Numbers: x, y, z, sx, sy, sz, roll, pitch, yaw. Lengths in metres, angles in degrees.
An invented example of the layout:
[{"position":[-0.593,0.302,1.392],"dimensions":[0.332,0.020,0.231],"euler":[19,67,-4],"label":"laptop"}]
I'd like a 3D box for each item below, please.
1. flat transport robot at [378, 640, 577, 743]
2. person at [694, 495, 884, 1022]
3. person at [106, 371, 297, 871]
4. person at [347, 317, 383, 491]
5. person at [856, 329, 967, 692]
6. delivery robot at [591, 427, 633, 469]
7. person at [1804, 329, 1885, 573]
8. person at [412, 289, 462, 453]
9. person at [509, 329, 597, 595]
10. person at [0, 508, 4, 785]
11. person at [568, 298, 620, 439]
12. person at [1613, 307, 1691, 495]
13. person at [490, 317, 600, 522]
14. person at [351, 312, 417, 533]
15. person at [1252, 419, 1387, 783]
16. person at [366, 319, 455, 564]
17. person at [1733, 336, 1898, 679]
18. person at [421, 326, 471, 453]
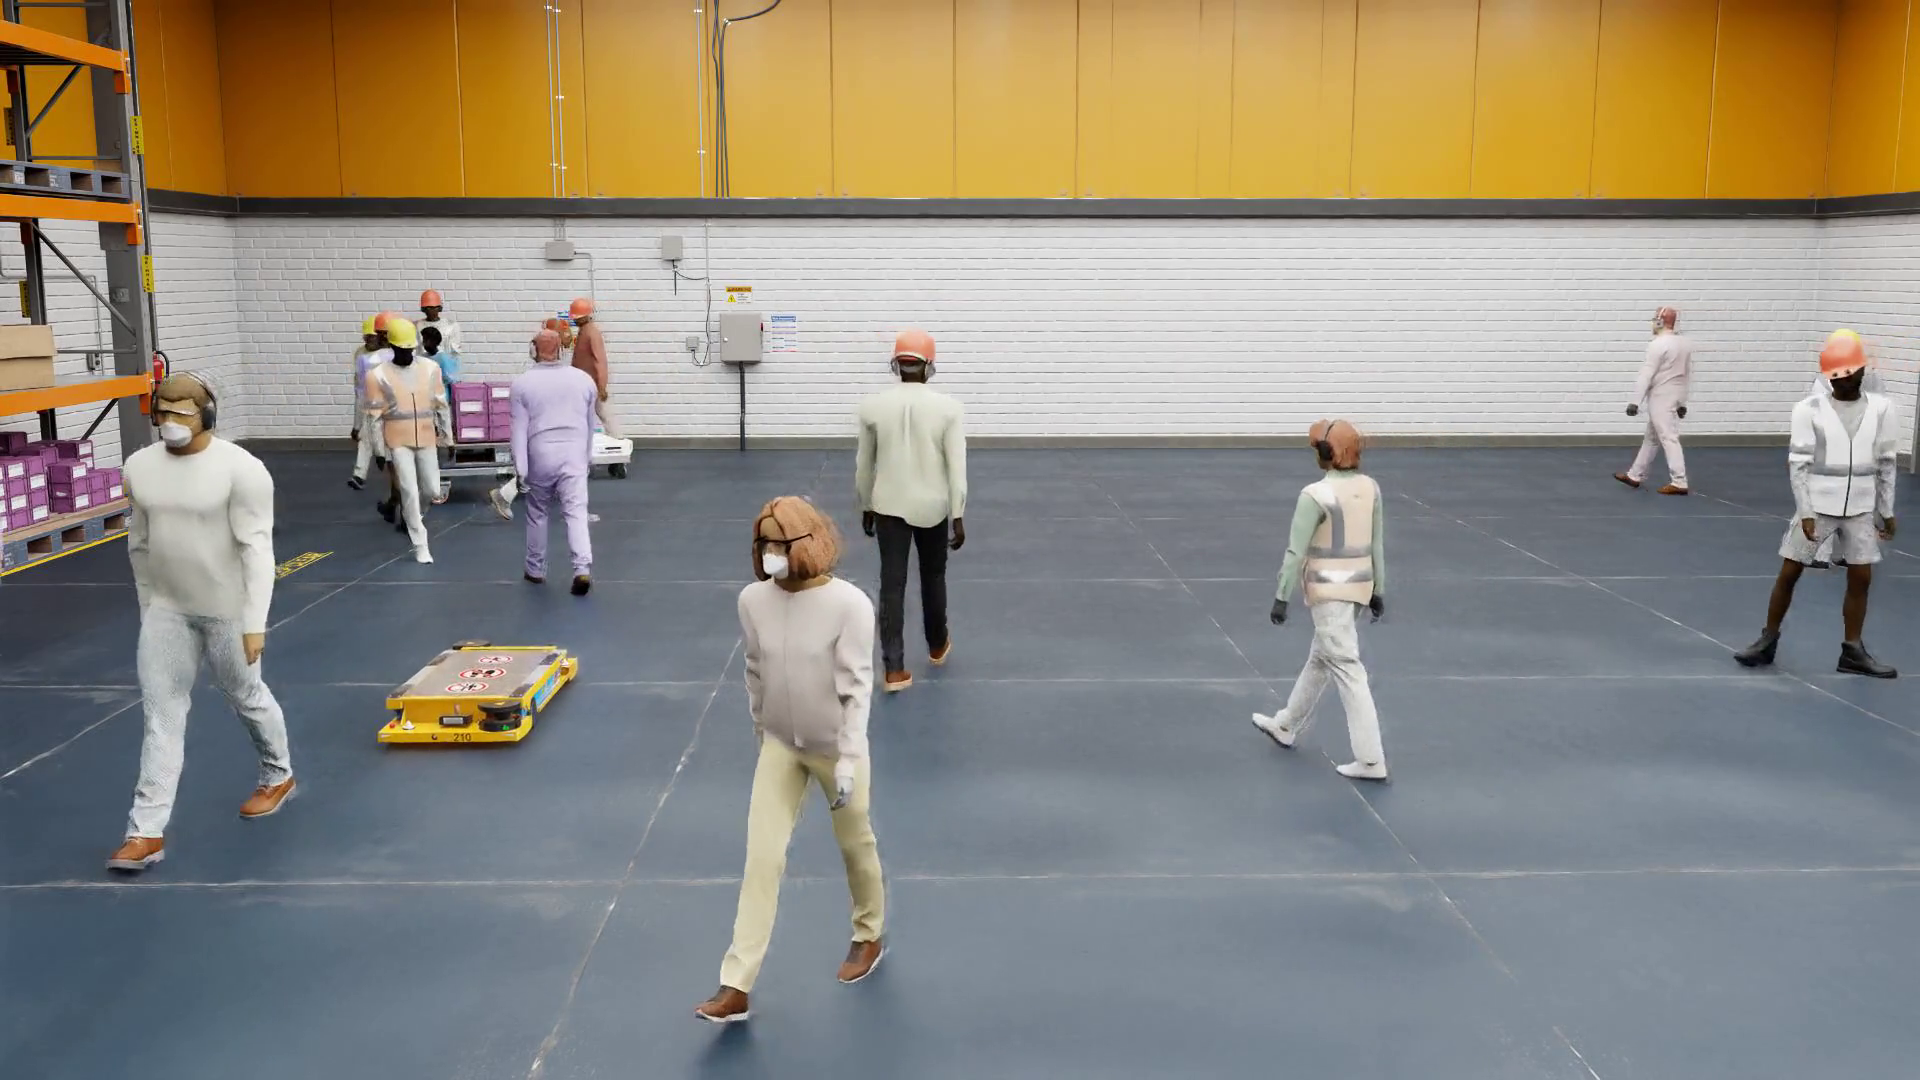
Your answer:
[{"position":[-2.426,0.755,8.497],"dimensions":[0.652,0.197,1.431],"euler":[0,9,-2],"label":"flat transport robot"},{"position":[-0.477,0.658,5.059],"dimensions":[0.509,1.584,0.844],"euler":[4,10,24],"label":"person"},{"position":[-2.971,0.277,6.541],"dimensions":[0.646,1.889,1.023],"euler":[2,9,9],"label":"person"},{"position":[-6.001,-1.403,17.146],"dimensions":[0.593,1.776,0.957],"euler":[1,9,8],"label":"person"},{"position":[-0.265,-0.187,9.171],"dimensions":[0.641,1.939,1.017],"euler":[1,9,9],"label":"person"},{"position":[-3.899,-0.970,17.919],"dimensions":[0.707,0.478,0.477],"euler":[-5,10,-26],"label":"delivery robot"},{"position":[6.586,-0.663,12.462],"dimensions":[0.587,1.825,0.404],"euler":[-2,10,-14],"label":"person"},{"position":[-6.173,-1.926,19.572],"dimensions":[0.609,2.032,0.410],"euler":[-1,9,-9],"label":"person"},{"position":[-2.845,-0.555,11.708],"dimensions":[0.627,1.855,1.013],"euler":[-4,10,-24],"label":"person"},{"position":[-4.328,0.181,6.977],"dimensions":[0.630,1.925,0.434],"euler":[-3,10,-17],"label":"person"},{"position":[-4.317,-1.795,19.052],"dimensions":[1.005,1.920,0.738],"euler":[-3,10,-19],"label":"person"},{"position":[7.036,-1.412,16.870],"dimensions":[0.638,1.868,0.963],"euler":[-8,12,-41],"label":"person"},{"position":[-3.698,-1.047,14.729],"dimensions":[0.859,1.852,0.586],"euler":[-1,9,-7],"label":"person"},{"position":[-4.976,-1.029,14.470],"dimensions":[0.569,1.883,0.981],"euler":[-8,12,-42],"label":"person"},{"position":[1.637,0.251,7.513],"dimensions":[0.541,1.587,0.848],"euler":[-8,12,-40],"label":"person"},{"position":[-4.287,-0.774,12.921],"dimensions":[0.652,1.889,0.694],"euler":[-7,12,-37],"label":"person"},{"position":[4.829,-0.174,9.221],"dimensions":[0.860,1.903,0.459],"euler":[1,9,8],"label":"person"},{"position":[-5.714,-1.514,18.199],"dimensions":[0.876,1.637,0.531],"euler":[-6,11,-34],"label":"person"}]
